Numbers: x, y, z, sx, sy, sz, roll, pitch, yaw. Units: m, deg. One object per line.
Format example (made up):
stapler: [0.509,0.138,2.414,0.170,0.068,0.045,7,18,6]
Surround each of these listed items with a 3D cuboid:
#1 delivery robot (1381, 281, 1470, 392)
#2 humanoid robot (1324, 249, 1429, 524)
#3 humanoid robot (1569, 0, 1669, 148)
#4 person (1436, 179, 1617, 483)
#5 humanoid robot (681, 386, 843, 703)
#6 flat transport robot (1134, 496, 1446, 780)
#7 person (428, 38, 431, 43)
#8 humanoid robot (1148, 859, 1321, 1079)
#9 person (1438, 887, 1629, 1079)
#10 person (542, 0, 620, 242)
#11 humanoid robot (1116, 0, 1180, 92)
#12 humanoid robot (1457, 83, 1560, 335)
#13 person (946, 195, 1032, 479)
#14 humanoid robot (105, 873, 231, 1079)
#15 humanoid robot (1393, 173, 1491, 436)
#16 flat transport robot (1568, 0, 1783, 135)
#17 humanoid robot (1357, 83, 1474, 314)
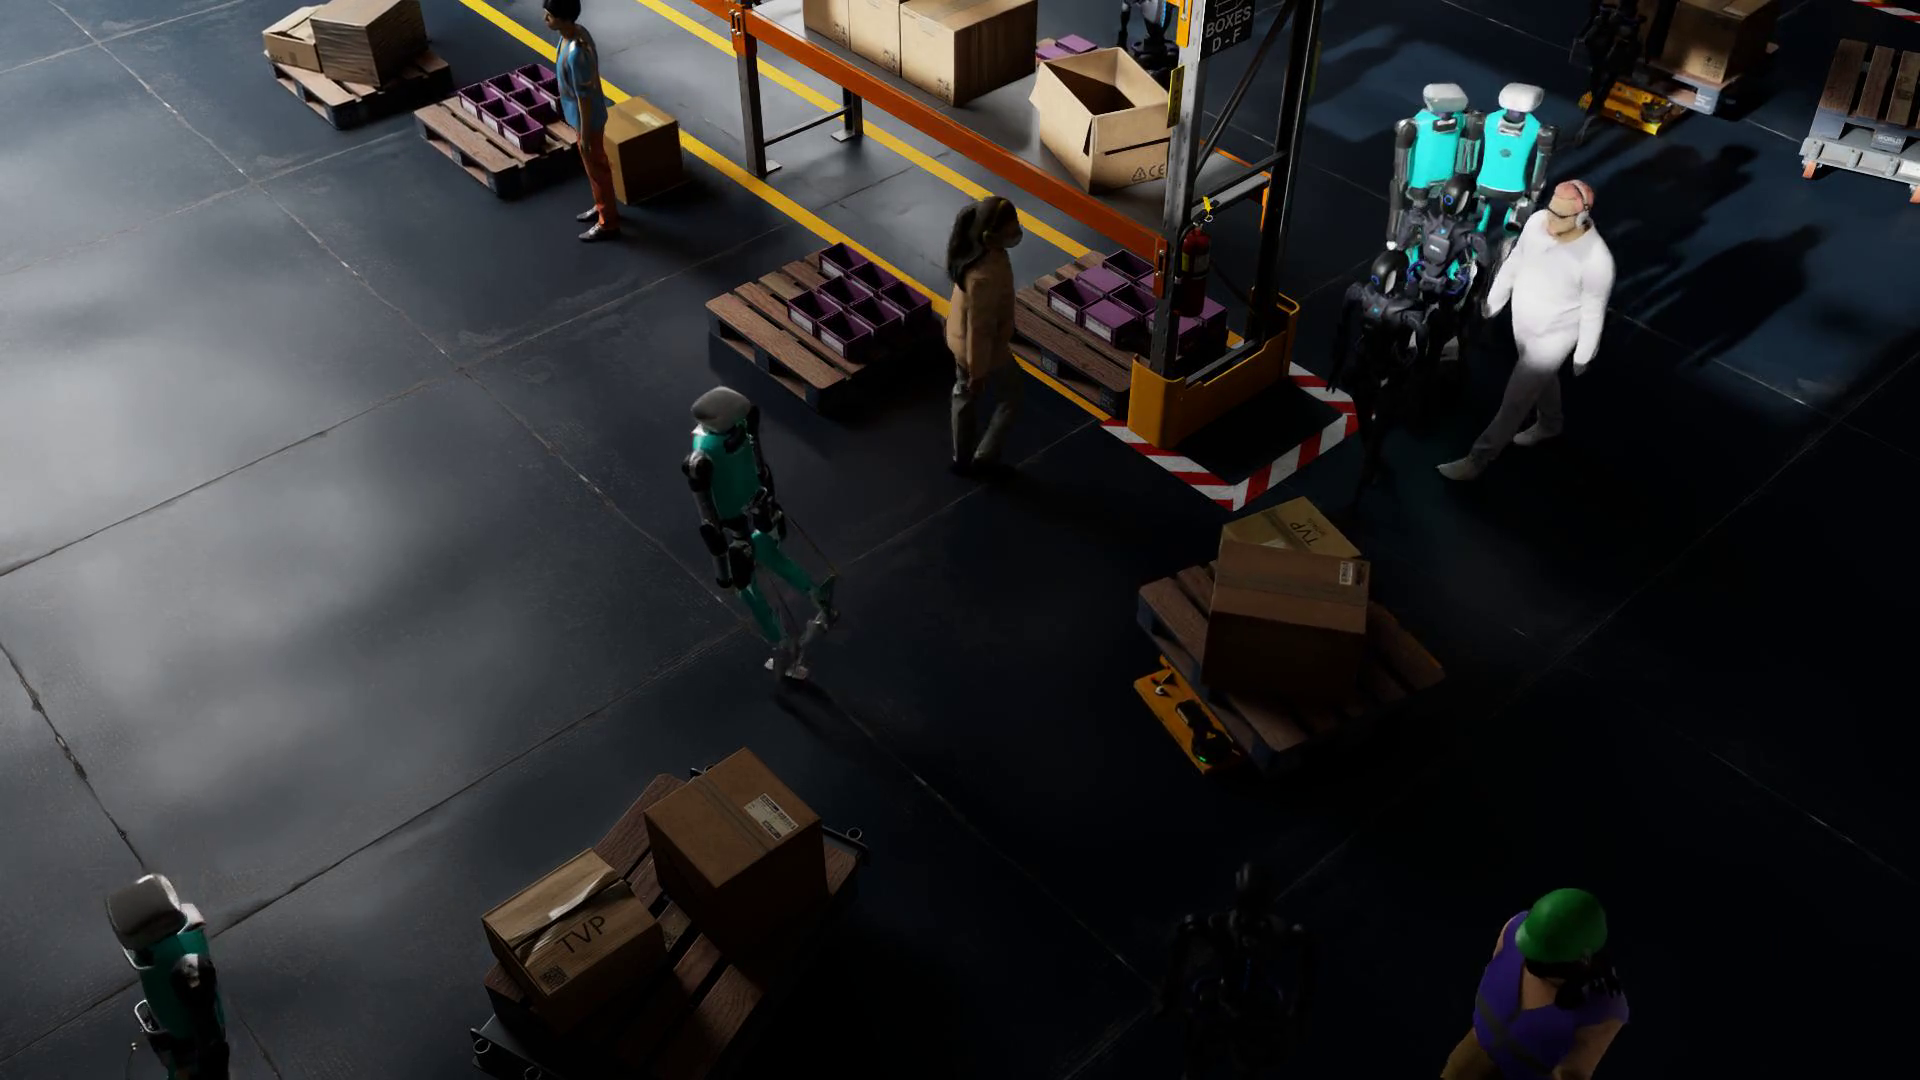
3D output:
delivery robot: [2.811,-1.253,10.249,0.517,0.599,0.770,-4,43,-4]
humanoid robot: [2.258,-0.864,9.026,0.718,1.621,0.608,-34,52,-31]
humanoid robot: [4.815,-3.709,12.107,0.697,1.627,0.610,-32,52,-30]
person: [3.171,-1.164,9.196,1.009,1.849,0.648,-14,44,-15]
humanoid robot: [-0.853,0.123,7.932,0.735,1.853,0.533,17,45,18]
flat transport robot: [1.660,0.669,8.367,1.431,0.231,0.659,-19,46,-20]
person: [-4.535,-4.679,13.086,0.340,1.751,0.561,15,45,15]
humanoid robot: [1.004,1.777,6.127,0.598,1.647,0.380,4,43,5]
person: [1.910,1.874,5.849,0.780,1.900,0.530,-25,48,-25]
person: [-2.508,-2.816,11.060,0.336,1.762,0.495,-10,44,-11]
humanoid robot: [1.329,-3.383,11.745,0.585,1.639,0.625,-10,44,-11]
humanoid robot: [3.346,-2.077,10.275,0.538,1.783,0.777,19,46,19]
person: [0.170,-1.072,9.093,0.477,1.858,0.519,-14,44,-15]
humanoid robot: [-2.871,1.981,5.857,0.873,1.774,0.597,-32,51,-30]
humanoid robot: [2.679,-1.344,9.509,0.601,1.649,0.344,27,49,26]
flat transport robot: [5.511,-3.595,13.005,1.431,0.231,0.659,-34,52,-31]
humanoid robot: [2.876,-1.787,9.965,0.530,1.746,1.001,-12,44,-13]
